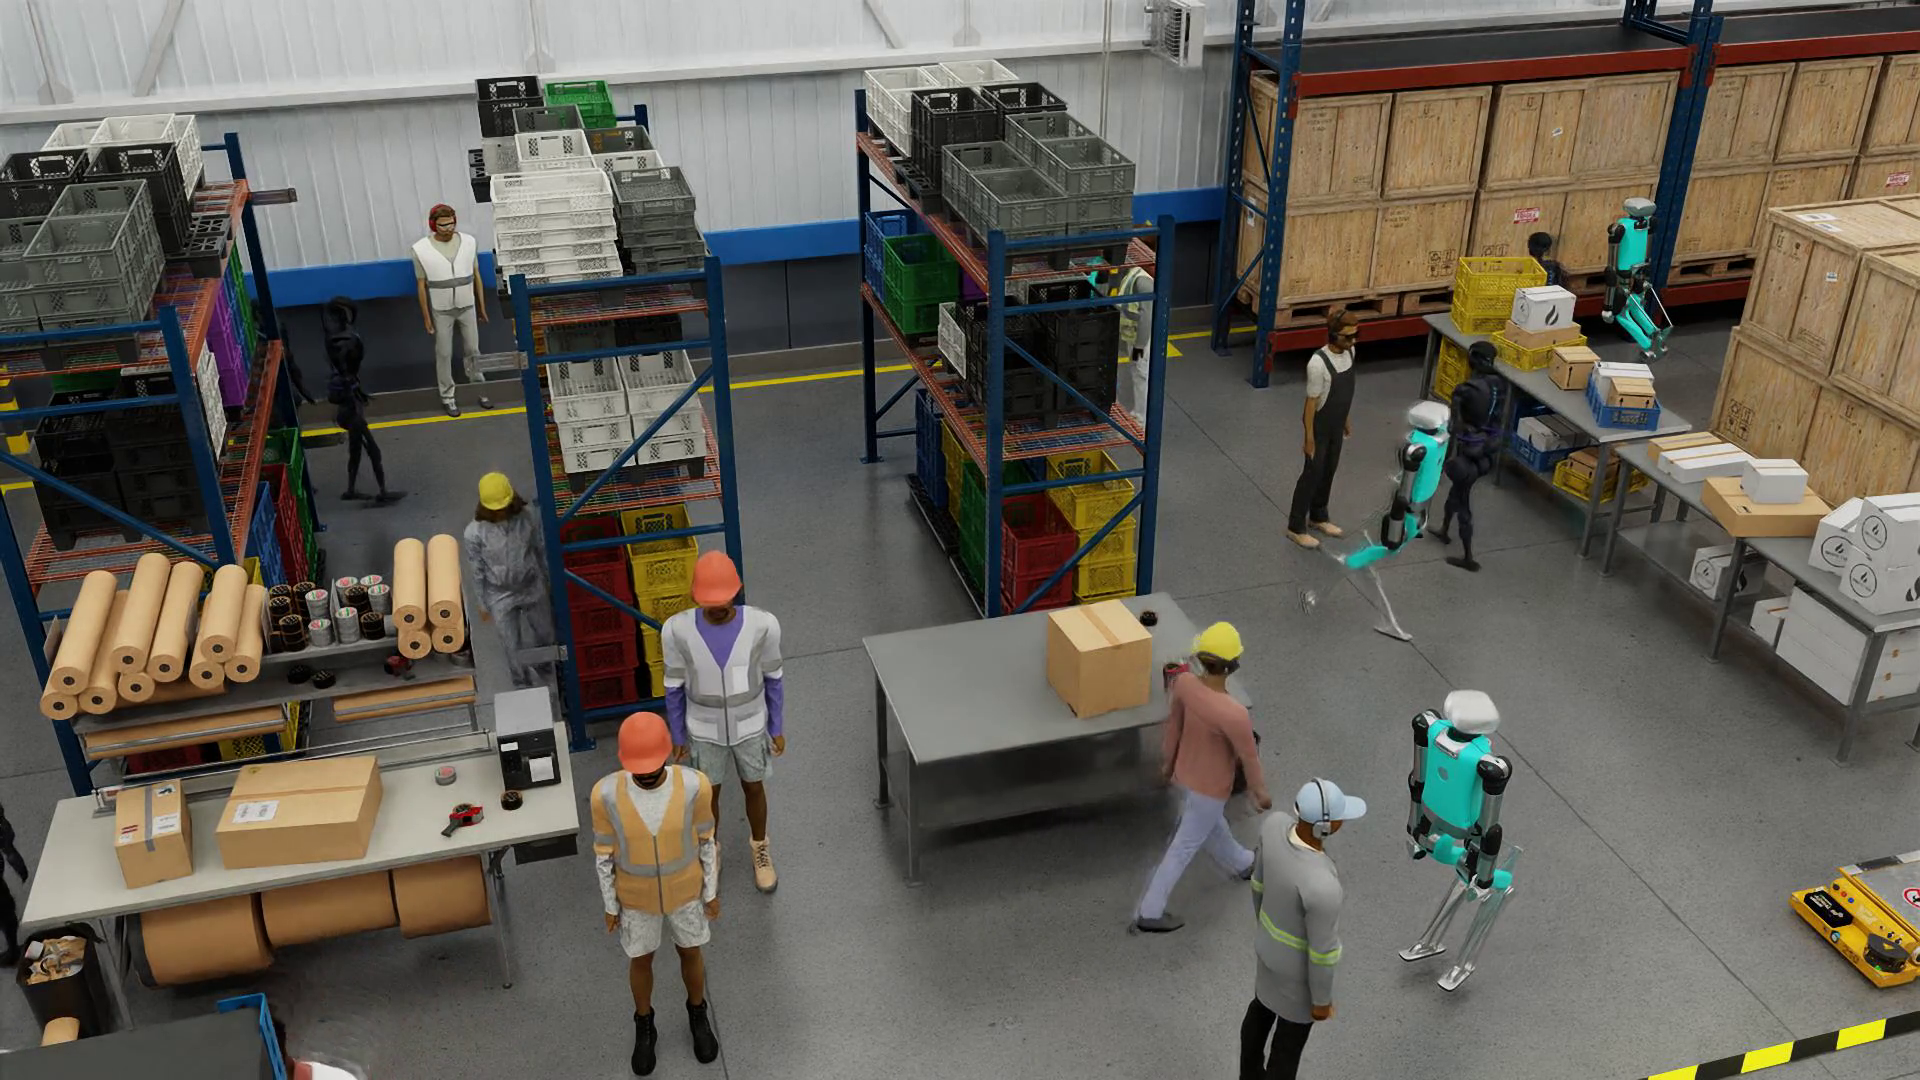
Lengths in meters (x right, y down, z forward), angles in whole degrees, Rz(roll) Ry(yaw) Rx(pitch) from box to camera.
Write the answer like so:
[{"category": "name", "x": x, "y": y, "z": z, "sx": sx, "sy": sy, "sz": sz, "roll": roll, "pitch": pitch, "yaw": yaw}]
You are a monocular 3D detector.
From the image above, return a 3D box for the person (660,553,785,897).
[{"category": "person", "x": -1.197, "y": 0.972, "z": 8.560, "sx": 0.608, "sy": 2.038, "sz": 0.402, "roll": -5, "pitch": 29, "yaw": -8}]

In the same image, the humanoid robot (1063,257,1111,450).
[{"category": "humanoid robot", "x": 1.023, "y": -1.443, "z": 13.185, "sx": 0.532, "sy": 1.729, "sz": 0.723, "roll": -11, "pitch": 30, "yaw": -18}]

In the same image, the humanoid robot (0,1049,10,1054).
[{"category": "humanoid robot", "x": -3.064, "y": 2.476, "z": 6.167, "sx": 0.930, "sy": 1.753, "sz": 0.551, "roll": -21, "pitch": 35, "yaw": -33}]

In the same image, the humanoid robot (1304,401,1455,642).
[{"category": "humanoid robot", "x": 2.698, "y": -0.142, "z": 10.951, "sx": 0.895, "sy": 1.820, "sz": 0.552, "roll": 21, "pitch": 35, "yaw": 33}]

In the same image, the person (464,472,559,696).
[{"category": "person", "x": -2.686, "y": 0.330, "z": 10.055, "sx": 0.501, "sy": 1.713, "sz": 0.437, "roll": -15, "pitch": 32, "yaw": -25}]

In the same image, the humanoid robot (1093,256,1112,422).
[{"category": "humanoid robot", "x": 0.941, "y": -1.905, "z": 14.084, "sx": 0.545, "sy": 1.777, "sz": 0.685, "roll": -10, "pitch": 30, "yaw": -17}]

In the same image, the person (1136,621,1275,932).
[{"category": "person", "x": 1.303, "y": 1.197, "z": 8.486, "sx": 0.954, "sy": 1.695, "sz": 0.544, "roll": -14, "pitch": 32, "yaw": -23}]

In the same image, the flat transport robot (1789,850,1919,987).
[{"category": "flat transport robot", "x": 5.163, "y": 1.916, "z": 8.676, "sx": 1.431, "sy": 0.231, "sz": 0.659, "roll": -8, "pitch": 30, "yaw": -14}]

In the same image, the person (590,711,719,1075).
[{"category": "person", "x": -1.354, "y": 1.598, "z": 7.530, "sx": 0.541, "sy": 1.930, "sz": 0.363, "roll": -7, "pitch": 29, "yaw": -12}]

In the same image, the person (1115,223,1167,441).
[{"category": "person", "x": 1.471, "y": -1.694, "z": 13.611, "sx": 0.431, "sy": 1.844, "sz": 0.623, "roll": 5, "pitch": 29, "yaw": 8}]

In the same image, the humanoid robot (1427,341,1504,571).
[{"category": "humanoid robot", "x": 3.601, "y": -0.619, "z": 11.836, "sx": 0.596, "sy": 1.637, "sz": 0.589, "roll": -20, "pitch": 35, "yaw": -32}]

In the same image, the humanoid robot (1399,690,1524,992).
[{"category": "humanoid robot", "x": 2.483, "y": 1.393, "z": 7.962, "sx": 0.735, "sy": 1.677, "sz": 0.533, "roll": -17, "pitch": 33, "yaw": -28}]

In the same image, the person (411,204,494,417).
[{"category": "person", "x": -4.300, "y": -1.965, "z": 14.112, "sx": 0.562, "sy": 1.836, "sz": 0.389, "roll": -20, "pitch": 35, "yaw": -32}]

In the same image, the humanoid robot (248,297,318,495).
[{"category": "humanoid robot", "x": -5.165, "y": -1.068, "z": 12.641, "sx": 0.354, "sy": 1.656, "sz": 0.609, "roll": 6, "pitch": 29, "yaw": 11}]

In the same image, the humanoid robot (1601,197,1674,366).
[{"category": "humanoid robot", "x": 5.842, "y": -2.042, "z": 14.212, "sx": 0.533, "sy": 1.677, "sz": 0.735, "roll": -17, "pitch": 33, "yaw": -28}]

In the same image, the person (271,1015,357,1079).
[{"category": "person", "x": -2.423, "y": 2.455, "z": 6.034, "sx": 0.607, "sy": 1.865, "sz": 1.016, "roll": 2, "pitch": 29, "yaw": 4}]

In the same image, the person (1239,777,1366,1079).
[{"category": "person", "x": 1.480, "y": 1.798, "z": 7.246, "sx": 0.399, "sy": 1.851, "sz": 0.592, "roll": -8, "pitch": 30, "yaw": -15}]

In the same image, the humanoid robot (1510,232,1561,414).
[{"category": "humanoid robot", "x": 4.851, "y": -1.768, "z": 13.985, "sx": 0.602, "sy": 1.649, "sz": 0.714, "roll": -15, "pitch": 32, "yaw": -25}]

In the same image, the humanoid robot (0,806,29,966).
[{"category": "humanoid robot", "x": -4.852, "y": 1.501, "z": 7.995, "sx": 0.615, "sy": 1.649, "sz": 0.524, "roll": 0, "pitch": 29, "yaw": 0}]

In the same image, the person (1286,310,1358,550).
[{"category": "person", "x": 2.639, "y": -0.803, "z": 12.003, "sx": 0.331, "sy": 1.836, "sz": 0.502, "roll": 24, "pitch": 37, "yaw": 37}]

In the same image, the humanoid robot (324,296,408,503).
[{"category": "humanoid robot", "x": -4.590, "y": -1.062, "z": 12.641, "sx": 0.516, "sy": 1.647, "sz": 0.610, "roll": -7, "pitch": 30, "yaw": -13}]
